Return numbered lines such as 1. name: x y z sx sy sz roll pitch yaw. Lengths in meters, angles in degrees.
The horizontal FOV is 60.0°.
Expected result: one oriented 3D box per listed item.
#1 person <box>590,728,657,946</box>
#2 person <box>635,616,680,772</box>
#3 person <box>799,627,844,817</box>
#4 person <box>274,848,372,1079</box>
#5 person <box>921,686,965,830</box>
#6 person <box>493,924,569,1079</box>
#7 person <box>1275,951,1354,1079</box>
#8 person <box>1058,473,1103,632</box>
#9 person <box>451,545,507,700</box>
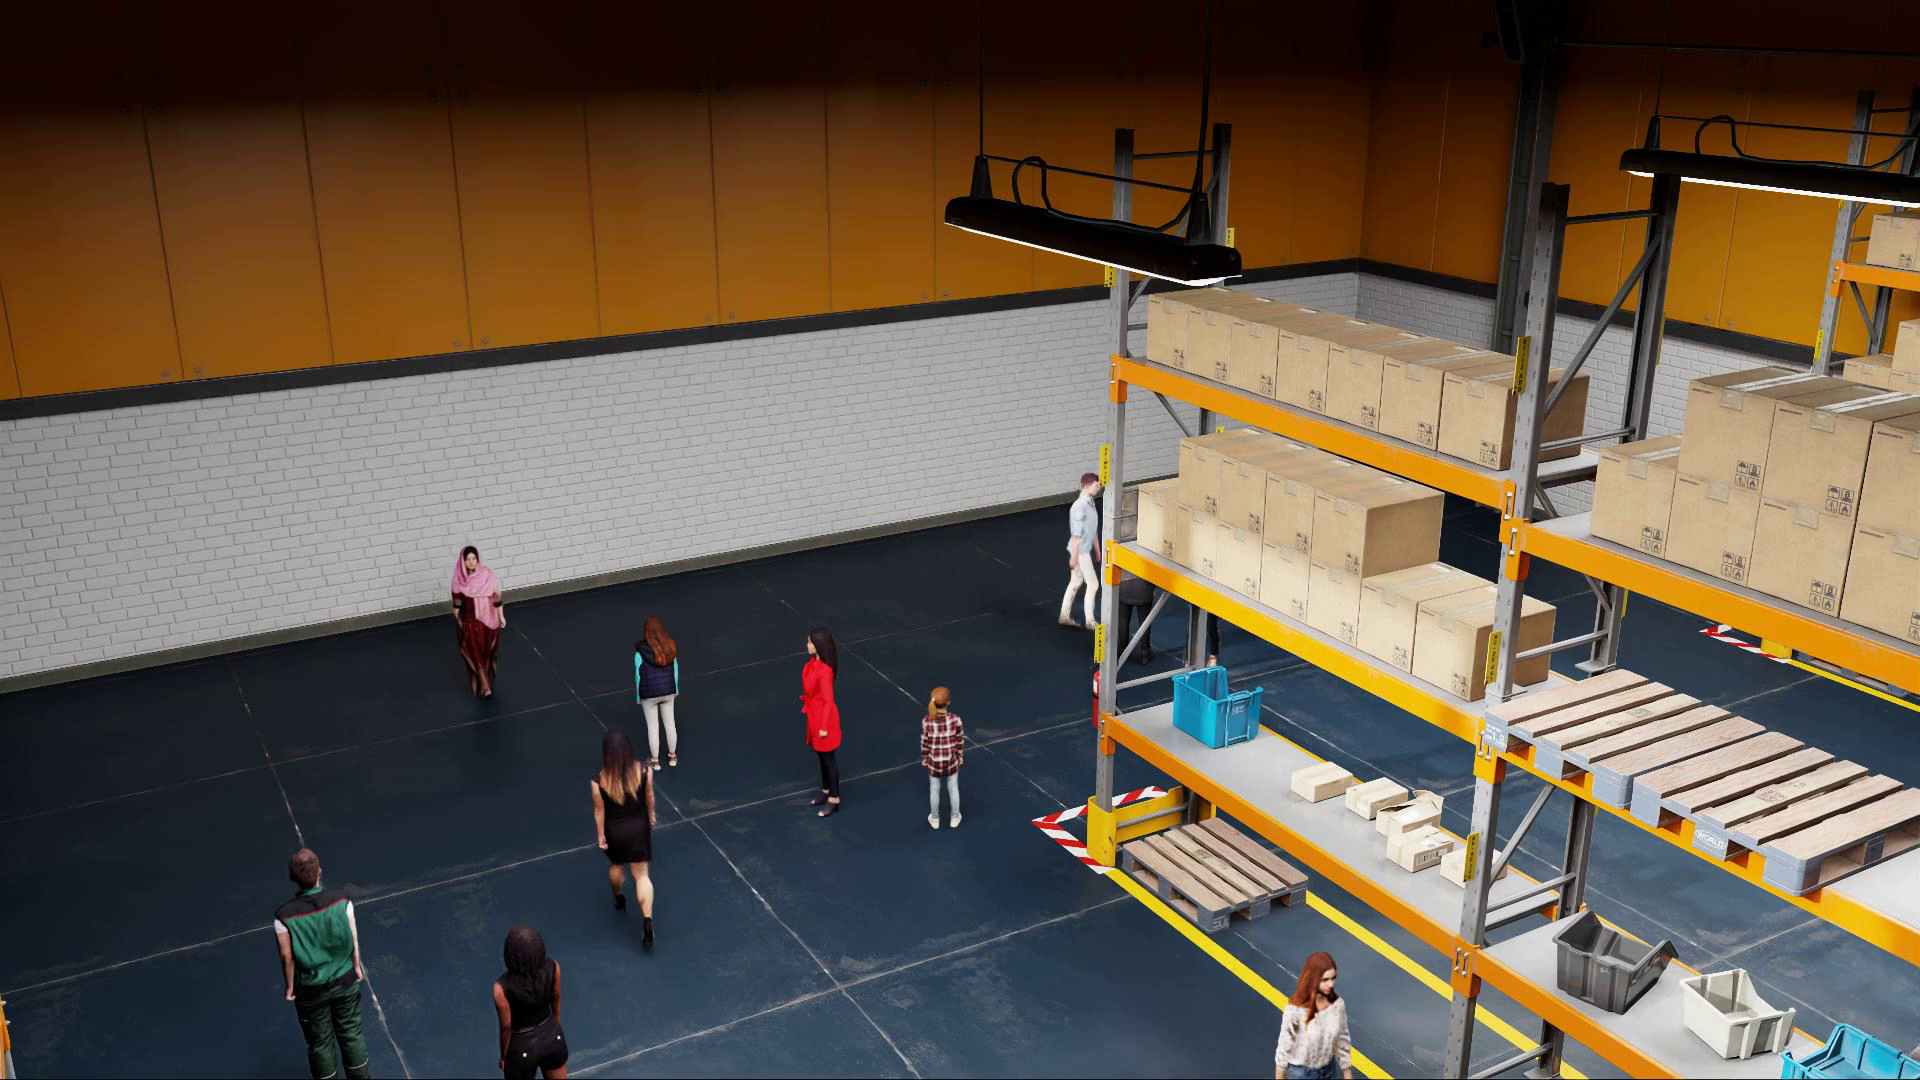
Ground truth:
1. person: -2.499 2.280 12.644 0.788 1.674 1.113 -6 20 -18
2. person: -2.818 1.412 15.494 0.571 1.500 0.573 -10 21 -27
3. person: -1.201 1.587 14.588 0.740 1.747 0.629 -5 19 -15
4. person: -4.111 2.830 10.754 0.642 1.838 0.579 -12 22 -31
5. person: -0.149 1.882 14.403 0.601 1.306 0.623 -1 19 -2
6. person: -2.590 3.099 10.108 0.646 1.741 0.607 -18 25 -42
7. person: 2.044 3.183 9.913 0.700 1.706 0.984 -6 20 -18
8. person: 1.286 0.124 18.812 1.011 1.824 0.941 7 20 20
9. person: -4.968 0.803 17.120 0.633 1.616 1.040 -10 21 -28
